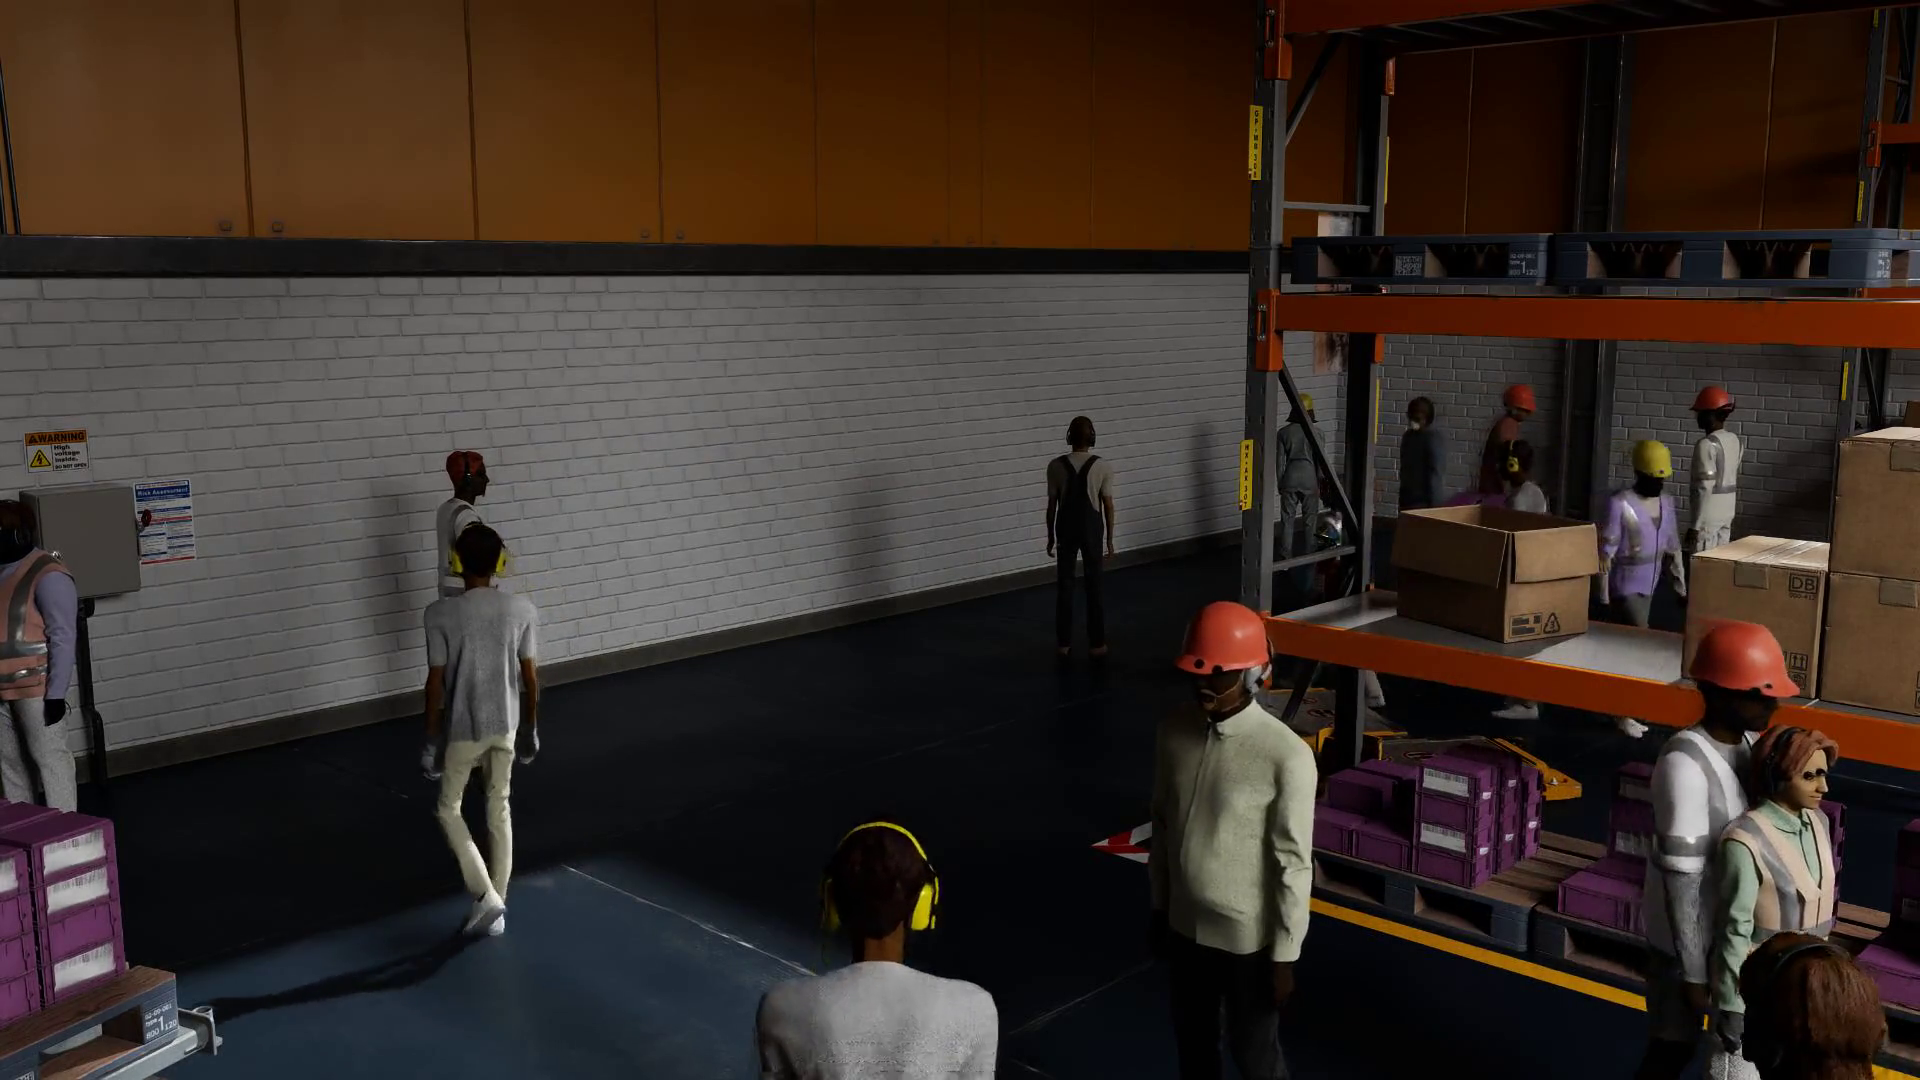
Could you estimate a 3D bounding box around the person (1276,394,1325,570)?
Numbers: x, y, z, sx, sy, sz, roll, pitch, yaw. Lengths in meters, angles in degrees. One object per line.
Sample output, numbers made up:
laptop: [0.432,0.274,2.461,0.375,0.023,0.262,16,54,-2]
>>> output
person: [3.323,-0.556,16.235,0.486,1.744,0.294,4,10,22]

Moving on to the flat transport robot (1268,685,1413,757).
flat transport robot: [2.220,1.144,10.311,0.652,0.197,1.431,-2,9,-10]

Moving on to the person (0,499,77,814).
person: [-4.592,0.717,8.128,0.626,1.844,0.429,4,10,23]

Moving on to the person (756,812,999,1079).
person: [-0.165,1.500,3.332,0.534,1.848,0.587,0,9,0]

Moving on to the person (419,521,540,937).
person: [-2.097,0.846,7.282,0.564,1.856,0.420,-7,11,-36]

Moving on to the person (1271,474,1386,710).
person: [2.511,0.344,11.199,0.844,1.589,0.539,5,11,29]

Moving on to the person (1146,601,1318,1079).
person: [0.792,1.152,5.026,0.404,1.985,0.611,-7,12,-38]

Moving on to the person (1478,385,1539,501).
person: [4.860,-0.420,14.822,0.885,1.931,0.693,4,10,24]

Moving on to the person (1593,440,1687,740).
person: [4.261,0.307,10.448,0.622,1.893,0.516,-7,12,-37]

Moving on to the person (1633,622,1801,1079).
person: [2.325,1.191,4.988,0.565,1.912,0.660,-8,12,-40]

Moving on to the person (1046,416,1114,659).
person: [0.910,-0.016,12.609,0.513,1.844,0.328,2,9,10]

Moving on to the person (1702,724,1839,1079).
person: [2.383,1.340,4.922,0.521,1.638,0.311,-7,12,-38]

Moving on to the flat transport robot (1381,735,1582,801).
flat transport robot: [2.671,1.300,9.355,1.431,0.197,0.652,-2,9,-10]

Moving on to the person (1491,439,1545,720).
person: [3.640,0.267,10.870,0.439,1.845,0.544,3,10,20]

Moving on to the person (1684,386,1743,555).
person: [5.830,-0.178,12.995,0.615,2.040,0.391,-9,13,-42]

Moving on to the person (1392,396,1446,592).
person: [4.010,-0.292,14.191,0.850,1.893,0.664,-1,9,-6]

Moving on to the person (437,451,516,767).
person: [-2.910,0.408,9.897,0.353,1.883,0.578,-6,11,-32]

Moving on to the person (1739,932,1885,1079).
person: [1.425,1.560,3.044,0.660,1.806,0.874,-1,9,-7]
